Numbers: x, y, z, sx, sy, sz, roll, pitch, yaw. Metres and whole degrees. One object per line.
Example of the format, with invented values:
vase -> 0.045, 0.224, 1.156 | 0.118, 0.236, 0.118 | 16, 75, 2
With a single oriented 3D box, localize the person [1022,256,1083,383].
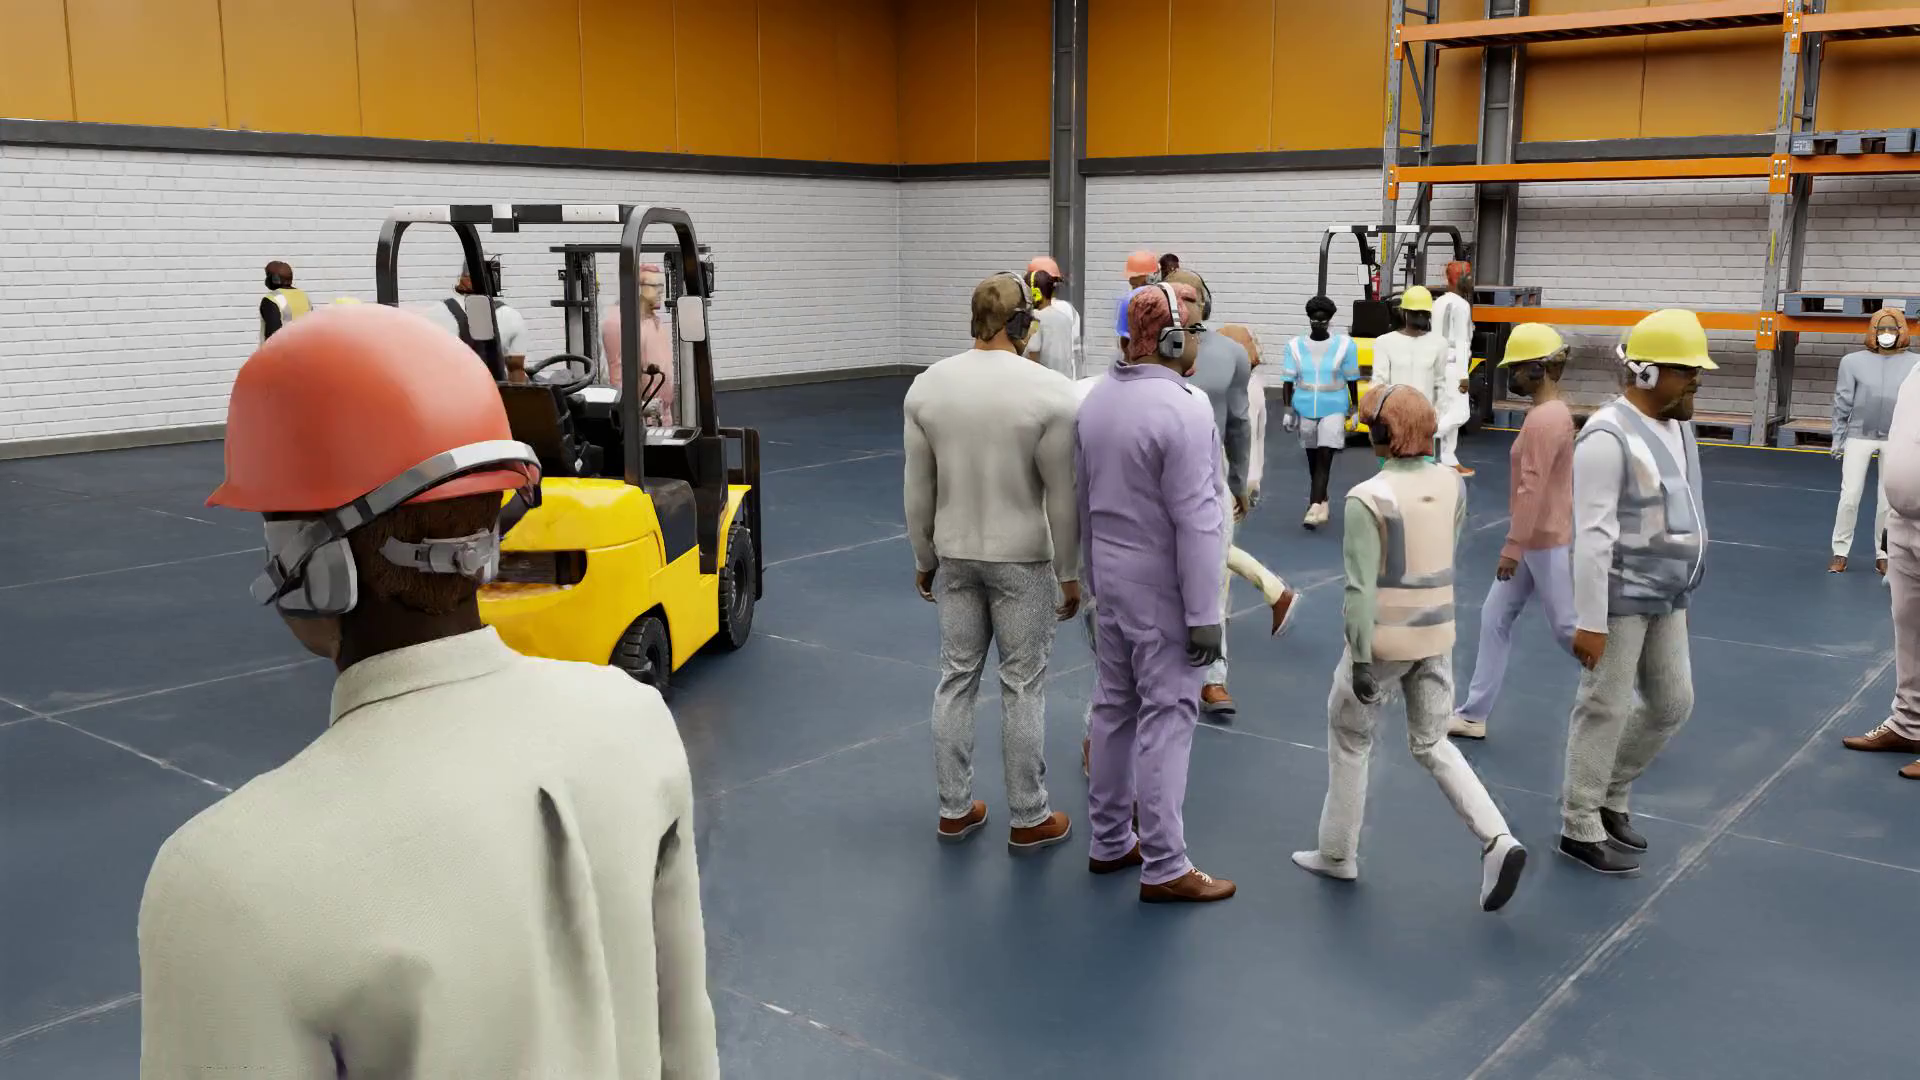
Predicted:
person -> 0.647, -1.146, 12.409 | 0.550, 1.913, 0.577 | 7, 12, 35

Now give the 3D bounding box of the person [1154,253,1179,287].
person -> 2.095, -2.014, 17.255 | 0.595, 1.902, 0.668 | -7, 13, -35

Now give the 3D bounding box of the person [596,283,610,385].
person -> -4.130, -2.220, 18.888 | 0.487, 1.719, 0.758 | 9, 13, 40

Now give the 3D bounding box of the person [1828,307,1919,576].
person -> 5.581, -0.594, 10.120 | 0.508, 1.632, 0.265 | 4, 11, 23

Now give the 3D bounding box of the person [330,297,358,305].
person -> -3.099, -0.379, 8.628 | 0.523, 1.748, 0.390 | -1, 10, -3

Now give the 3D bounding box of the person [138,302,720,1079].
person -> -0.493, 0.771, 1.596 | 0.430, 1.978, 0.630 | 4, 11, 22

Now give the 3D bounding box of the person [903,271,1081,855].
person -> 0.116, 0.082, 5.548 | 0.635, 1.930, 0.353 | 5, 11, 26

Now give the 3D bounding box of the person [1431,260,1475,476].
person -> 4.129, -1.449, 14.206 | 0.620, 1.864, 0.580 | -1, 10, -6

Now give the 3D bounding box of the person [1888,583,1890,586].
person -> 5.583, -0.405, 9.188 | 0.575, 1.588, 0.890 | -6, 12, -30

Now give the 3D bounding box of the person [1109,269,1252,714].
person -> 0.963, -0.198, 7.161 | 0.663, 1.900, 0.910 | -1, 10, -3

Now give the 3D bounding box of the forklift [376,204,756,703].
forklift -> -1.766, -0.406, 7.525 | 1.214, 2.155, 2.313 | 1, 10, 7

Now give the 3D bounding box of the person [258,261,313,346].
person -> -6.271, -1.661, 15.457 | 0.429, 1.841, 0.636 | 2, 10, 12

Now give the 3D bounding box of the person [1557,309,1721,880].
person -> 2.176, 0.177, 5.353 | 0.609, 1.818, 0.418 | -9, 14, -42

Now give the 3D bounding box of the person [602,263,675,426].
person -> -2.022, -0.794, 10.495 | 0.570, 1.893, 0.660 | 3, 11, 15

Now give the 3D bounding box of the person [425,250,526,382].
person -> -3.211, -0.974, 11.099 | 0.683, 2.000, 1.085 | -1, 10, -5

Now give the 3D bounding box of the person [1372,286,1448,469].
person -> 3.026, -0.829, 11.176 | 0.531, 1.726, 0.891 | 0, 10, 2

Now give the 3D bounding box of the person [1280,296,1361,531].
person -> 2.518, -0.887, 11.693 | 0.538, 1.634, 0.849 | 5, 11, 26

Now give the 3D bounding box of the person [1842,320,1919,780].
person -> 3.711, -0.046, 6.328 | 0.402, 1.906, 0.652 | 0, 10, -2

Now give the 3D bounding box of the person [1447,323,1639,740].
person -> 2.357, 0.001, 6.596 | 0.891, 1.709, 0.545 | 3, 11, 16

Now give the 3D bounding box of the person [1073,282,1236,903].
person -> 0.618, 0.165, 5.160 | 0.409, 1.907, 0.651 | -5, 11, -26

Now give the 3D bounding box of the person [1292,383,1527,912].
person -> 1.391, 0.329, 5.077 | 0.504, 1.607, 0.719 | -6, 12, -29

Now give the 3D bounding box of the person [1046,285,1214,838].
person -> 0.611, 0.049, 5.875 | 0.617, 1.879, 1.046 | -3, 11, -17

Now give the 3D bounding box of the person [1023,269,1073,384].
person -> 0.689, -1.011, 11.931 | 0.603, 1.843, 0.501 | 8, 13, 39

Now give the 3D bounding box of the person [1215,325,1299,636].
person -> 1.439, -0.291, 8.507 | 0.638, 1.606, 0.501 | 7, 13, 35

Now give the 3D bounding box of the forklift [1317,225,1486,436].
forklift -> 4.449, -2.115, 16.993 | 1.214, 2.155, 2.313 | 8, 13, 38

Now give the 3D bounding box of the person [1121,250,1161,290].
person -> 1.400, -1.358, 13.488 | 1.016, 1.937, 0.657 | -1, 10, -6
